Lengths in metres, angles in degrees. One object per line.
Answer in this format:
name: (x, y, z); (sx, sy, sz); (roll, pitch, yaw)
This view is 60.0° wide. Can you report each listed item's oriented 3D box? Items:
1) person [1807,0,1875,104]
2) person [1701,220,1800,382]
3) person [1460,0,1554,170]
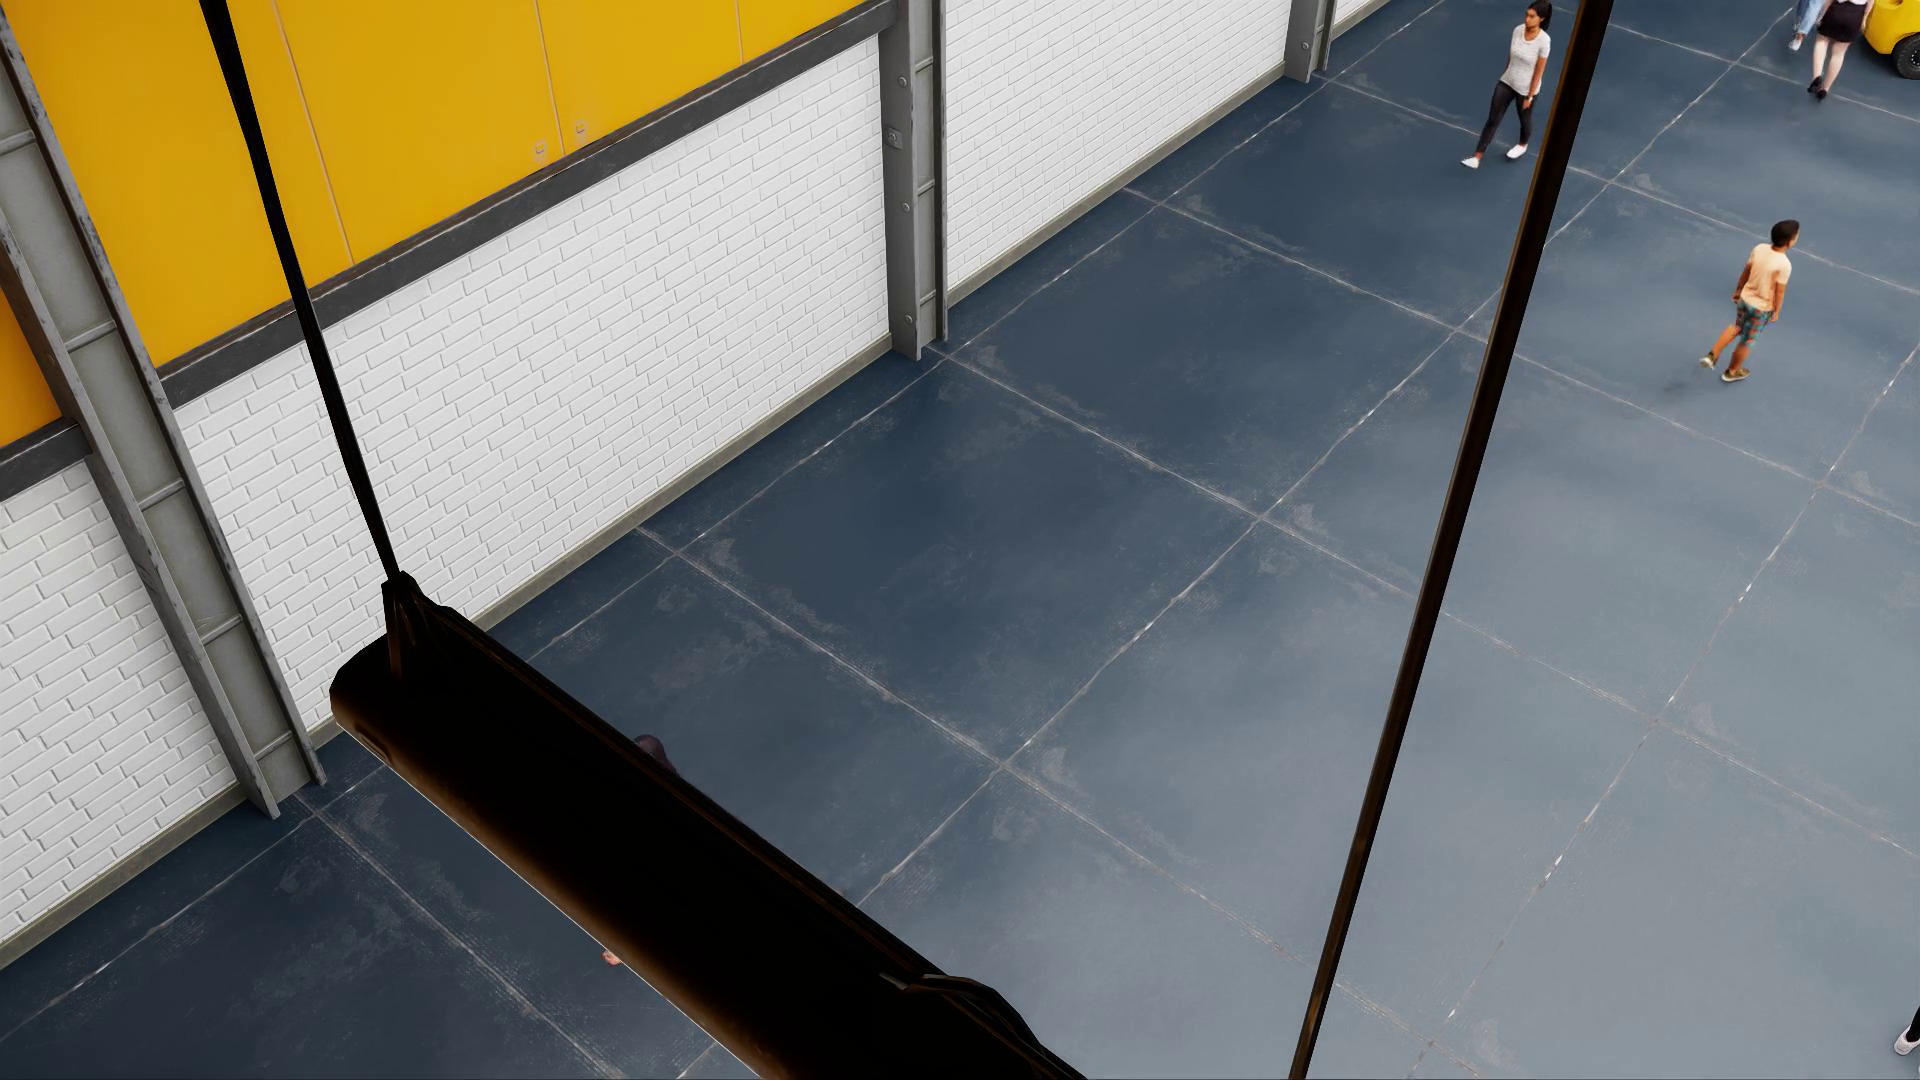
person: (8.483, -4.977, 16.012); (0.699, 1.638, 0.757); (16, 46, 16)
person: (6.094, -1.812, 12.825); (0.761, 1.452, 0.671); (-17, 46, -17)
person: (5.166, -4.147, 15.171); (1.128, 1.596, 0.749); (-28, 50, -26)
